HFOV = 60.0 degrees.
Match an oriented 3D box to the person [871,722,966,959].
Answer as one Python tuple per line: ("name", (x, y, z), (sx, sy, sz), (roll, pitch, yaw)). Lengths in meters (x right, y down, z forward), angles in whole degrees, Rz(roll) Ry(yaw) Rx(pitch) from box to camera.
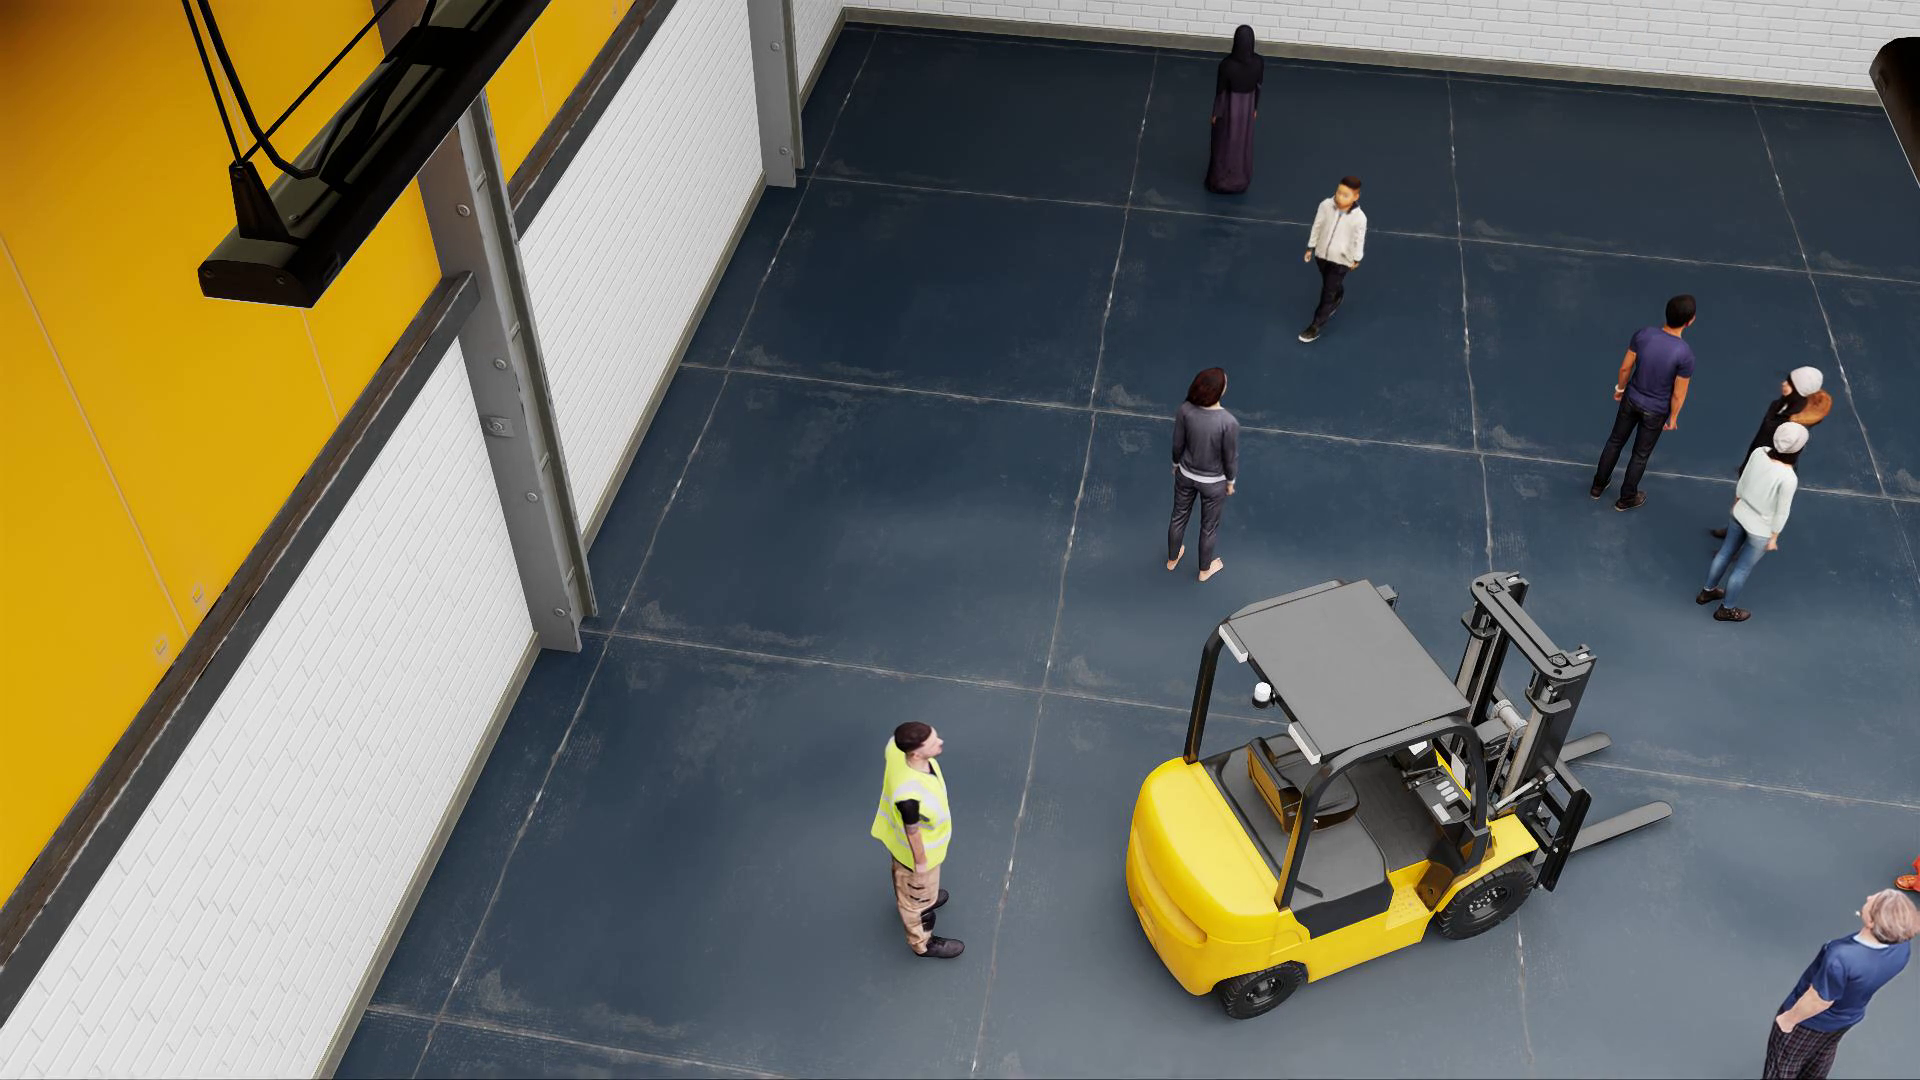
("person", (-0.227, 1.604, 9.106), (0.861, 1.846, 0.771), (-7, 44, -7))

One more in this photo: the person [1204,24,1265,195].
("person", (2.487, -3.903, 15.055), (0.693, 1.614, 0.710), (-9, 44, -10))

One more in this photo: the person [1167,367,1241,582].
("person", (1.649, -0.450, 11.319), (0.680, 1.768, 0.638), (21, 48, 21))

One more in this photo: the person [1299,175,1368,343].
("person", (3.094, -2.367, 13.578), (0.893, 1.427, 1.055), (31, 51, 28))

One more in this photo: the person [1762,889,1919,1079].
("person", (4.332, 2.338, 8.318), (0.736, 1.871, 0.725), (-15, 46, -15))

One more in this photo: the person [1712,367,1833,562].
("person", (5.615, -0.517, 11.489), (0.705, 1.631, 0.554), (12, 45, 12))

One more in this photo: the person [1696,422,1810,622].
("person", (5.298, -0.135, 11.079), (0.703, 1.644, 0.580), (-11, 45, -12))

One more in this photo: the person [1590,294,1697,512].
("person", (4.883, -0.980, 11.859), (0.738, 1.790, 0.719), (-33, 53, -30))
